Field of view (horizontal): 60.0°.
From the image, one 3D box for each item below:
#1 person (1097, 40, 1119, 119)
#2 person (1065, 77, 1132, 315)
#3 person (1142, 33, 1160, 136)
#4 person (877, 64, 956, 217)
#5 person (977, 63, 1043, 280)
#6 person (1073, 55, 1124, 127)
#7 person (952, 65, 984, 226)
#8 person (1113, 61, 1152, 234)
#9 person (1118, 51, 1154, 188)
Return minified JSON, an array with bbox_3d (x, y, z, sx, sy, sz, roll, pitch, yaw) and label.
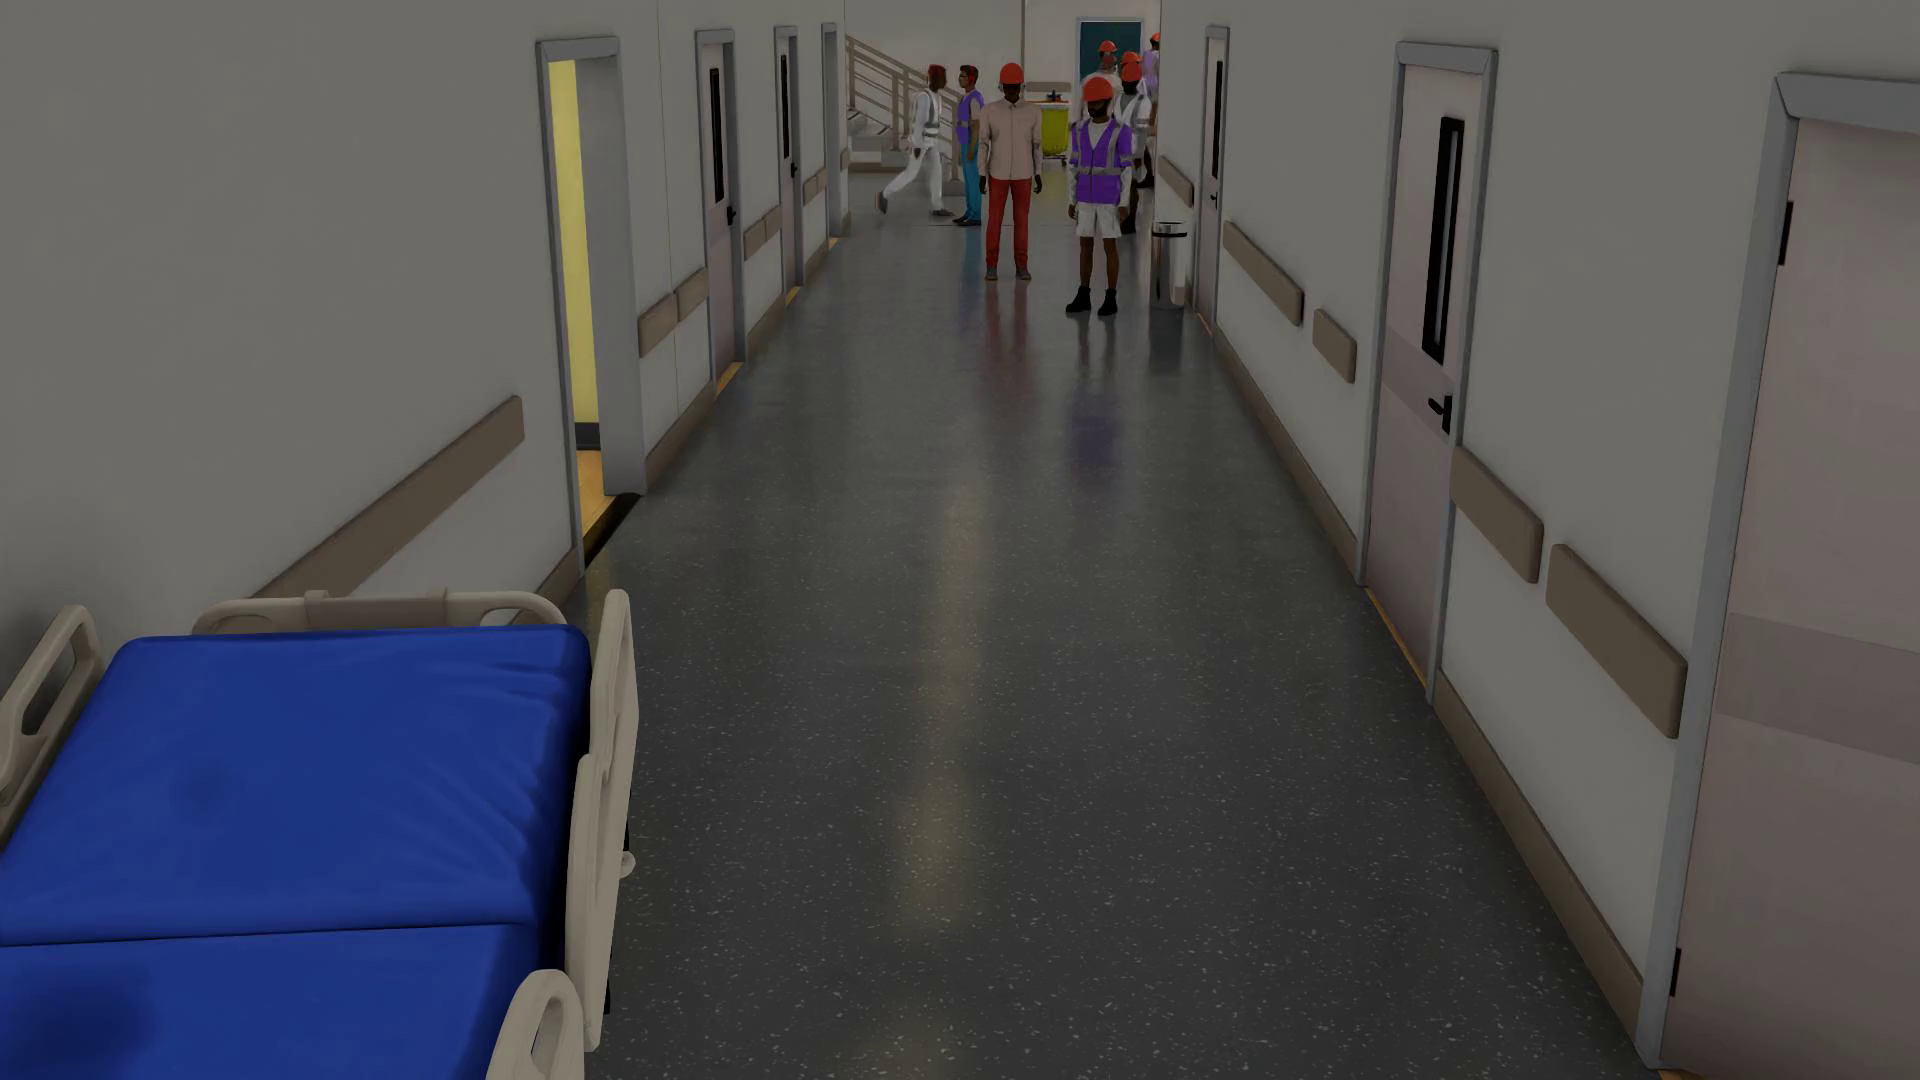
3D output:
[{"bbox_3d":[2.367,-6.997,26.757,0.383,1.996,0.609,4,18,14],"label":"person"},{"bbox_3d":[1.134,-2.830,13.755,0.551,1.935,0.375,10,20,30],"label":"person"},{"bbox_3d":[3.941,-9.231,33.735,0.409,2.029,0.611,-12,21,-33],"label":"person"},{"bbox_3d":[-0.540,-4.881,20.378,0.920,1.846,0.608,6,19,19],"label":"person"},{"bbox_3d":[0.474,-3.424,15.530,0.623,1.992,0.397,-3,18,-8],"label":"person"},{"bbox_3d":[1.990,-5.898,23.555,0.674,1.842,0.814,9,20,26],"label":"person"},{"bbox_3d":[0.130,-4.635,19.580,0.390,1.845,0.565,-3,18,-9],"label":"person"},{"bbox_3d":[1.877,-4.387,18.691,0.492,1.910,0.585,-15,23,-38],"label":"person"},{"bbox_3d":[2.507,-5.981,23.711,0.690,1.896,0.562,4,18,13],"label":"person"}]
